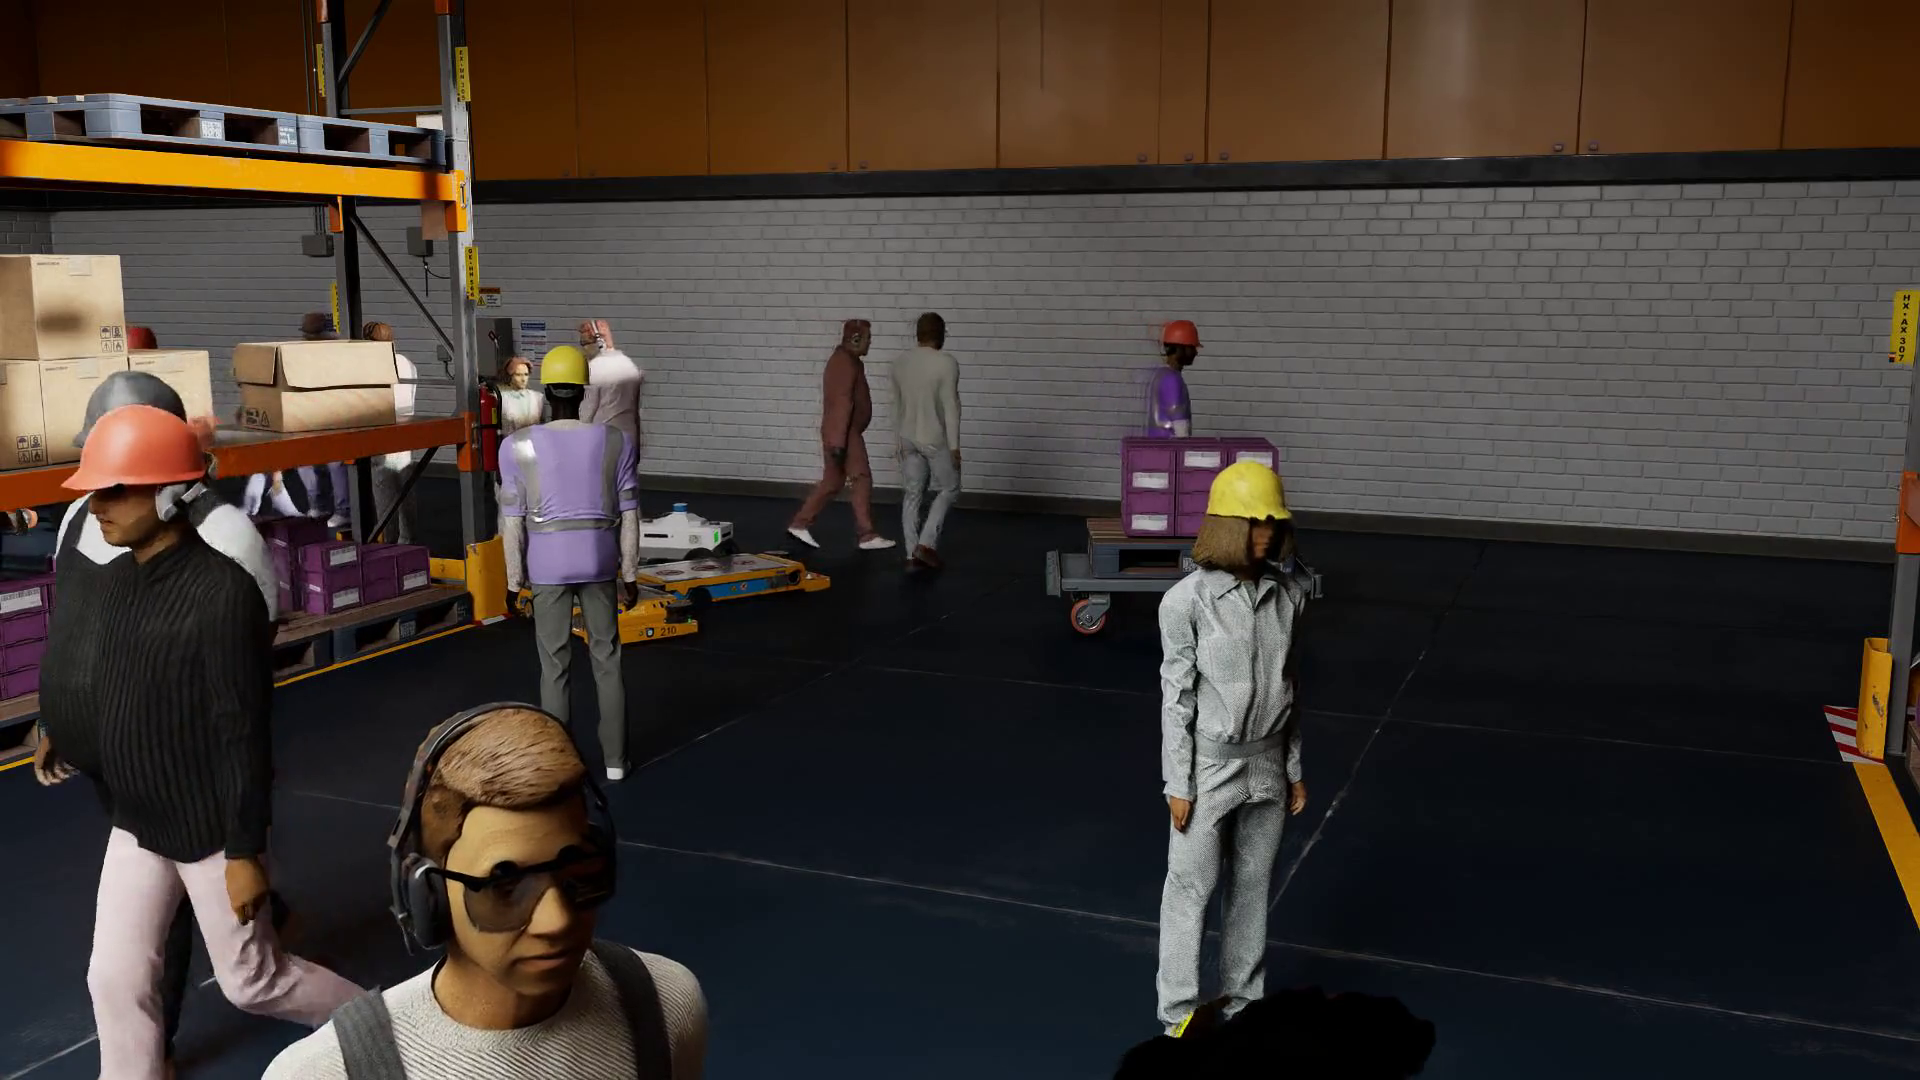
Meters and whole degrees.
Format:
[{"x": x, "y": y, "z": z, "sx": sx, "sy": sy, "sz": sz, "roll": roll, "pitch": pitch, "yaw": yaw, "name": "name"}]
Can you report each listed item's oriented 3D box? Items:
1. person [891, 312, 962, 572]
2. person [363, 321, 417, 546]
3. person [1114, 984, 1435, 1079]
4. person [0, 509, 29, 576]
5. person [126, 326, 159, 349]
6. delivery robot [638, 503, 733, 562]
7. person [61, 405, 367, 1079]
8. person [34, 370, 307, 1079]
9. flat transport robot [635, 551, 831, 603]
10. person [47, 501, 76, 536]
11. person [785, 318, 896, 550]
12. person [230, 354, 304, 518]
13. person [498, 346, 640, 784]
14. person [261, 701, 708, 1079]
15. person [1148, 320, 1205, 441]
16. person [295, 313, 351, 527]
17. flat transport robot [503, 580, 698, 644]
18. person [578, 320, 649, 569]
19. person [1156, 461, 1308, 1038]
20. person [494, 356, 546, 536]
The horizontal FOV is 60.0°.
[{"x": -0.246, "y": -0.713, "z": 12.309, "sx": 0.668, "sy": 1.926, "sz": 0.427, "roll": 8, "pitch": 12, "yaw": 40, "name": "person"}, {"x": -4.443, "y": -0.757, "z": 12.828, "sx": 0.430, "sy": 1.845, "sz": 0.621, "roll": 3, "pitch": 10, "yaw": 17, "name": "person"}, {"x": 0.167, "y": 1.170, "z": 1.097, "sx": 0.352, "sy": 1.874, "sz": 0.554, "roll": -6, "pitch": 11, "yaw": -31, "name": "person"}, {"x": -5.598, "y": -0.154, "z": 9.480, "sx": 0.544, "sy": 1.751, "sz": 0.383, "roll": 6, "pitch": 11, "yaw": 31, "name": "person"}, {"x": -5.437, "y": -0.478, "z": 11.030, "sx": 1.013, "sy": 1.882, "sz": 0.542, "roll": 3, "pitch": 10, "yaw": 18, "name": "person"}, {"x": -2.012, "y": -0.022, "z": 11.986, "sx": 0.707, "sy": 0.478, "sz": 0.477, "roll": 2, "pitch": 10, "yaw": 13, "name": "delivery robot"}, {"x": -1.782, "y": 0.640, "z": 4.031, "sx": 0.628, "sy": 1.967, "sz": 0.907, "roll": 7, "pitch": 11, "yaw": 35, "name": "person"}, {"x": -2.233, "y": 0.476, "z": 4.758, "sx": 0.688, "sy": 2.000, "sz": 0.974, "roll": 5, "pitch": 10, "yaw": 26, "name": "person"}, {"x": -1.655, "y": 0.272, "z": 11.342, "sx": 1.431, "sy": 0.197, "sz": 0.652, "roll": -8, "pitch": 12, "yaw": -39, "name": "flat transport robot"}, {"x": -5.734, "y": -0.411, "z": 10.572, "sx": 0.624, "sy": 1.900, "sz": 0.613, "roll": 2, "pitch": 10, "yaw": 11, "name": "person"}, {"x": -0.985, "y": -0.832, "z": 13.255, "sx": 0.842, "sy": 1.865, "sz": 0.650, "roll": -3, "pitch": 10, "yaw": -15, "name": "person"}, {"x": -4.875, "y": -0.518, "z": 11.767, "sx": 0.897, "sy": 1.708, "sz": 0.556, "roll": -6, "pitch": 11, "yaw": -31, "name": "person"}, {"x": -1.689, "y": 0.124, "z": 7.232, "sx": 0.590, "sy": 1.926, "sz": 0.388, "roll": -3, "pitch": 10, "yaw": -20, "name": "person"}, {"x": -0.460, "y": 1.067, "z": 1.765, "sx": 0.507, "sy": 1.847, "sz": 0.351, "roll": -9, "pitch": 13, "yaw": -43, "name": "person"}, {"x": 1.546, "y": -0.602, "z": 11.779, "sx": 0.960, "sy": 1.890, "sz": 0.553, "roll": 2, "pitch": 10, "yaw": 11, "name": "person"}, {"x": -5.470, "y": -1.015, "z": 14.333, "sx": 0.662, "sy": 1.867, "sz": 0.511, "roll": 6, "pitch": 11, "yaw": 34, "name": "person"}, {"x": -2.285, "y": 0.417, "z": 10.468, "sx": 0.652, "sy": 0.197, "sz": 1.431, "roll": -7, "pitch": 12, "yaw": -37, "name": "flat transport robot"}, {"x": -2.606, "y": -0.698, "z": 12.379, "sx": 0.402, "sy": 1.872, "sz": 0.659, "roll": 4, "pitch": 10, "yaw": 20, "name": "person"}, {"x": 0.767, "y": 0.647, "z": 4.616, "sx": 0.487, "sy": 1.745, "sz": 0.292, "roll": -6, "pitch": 11, "yaw": -31, "name": "person"}, {"x": -3.118, "y": -0.509, "z": 12.009, "sx": 0.758, "sy": 1.609, "sz": 0.537, "roll": 8, "pitch": 12, "yaw": 41, "name": "person"}]
